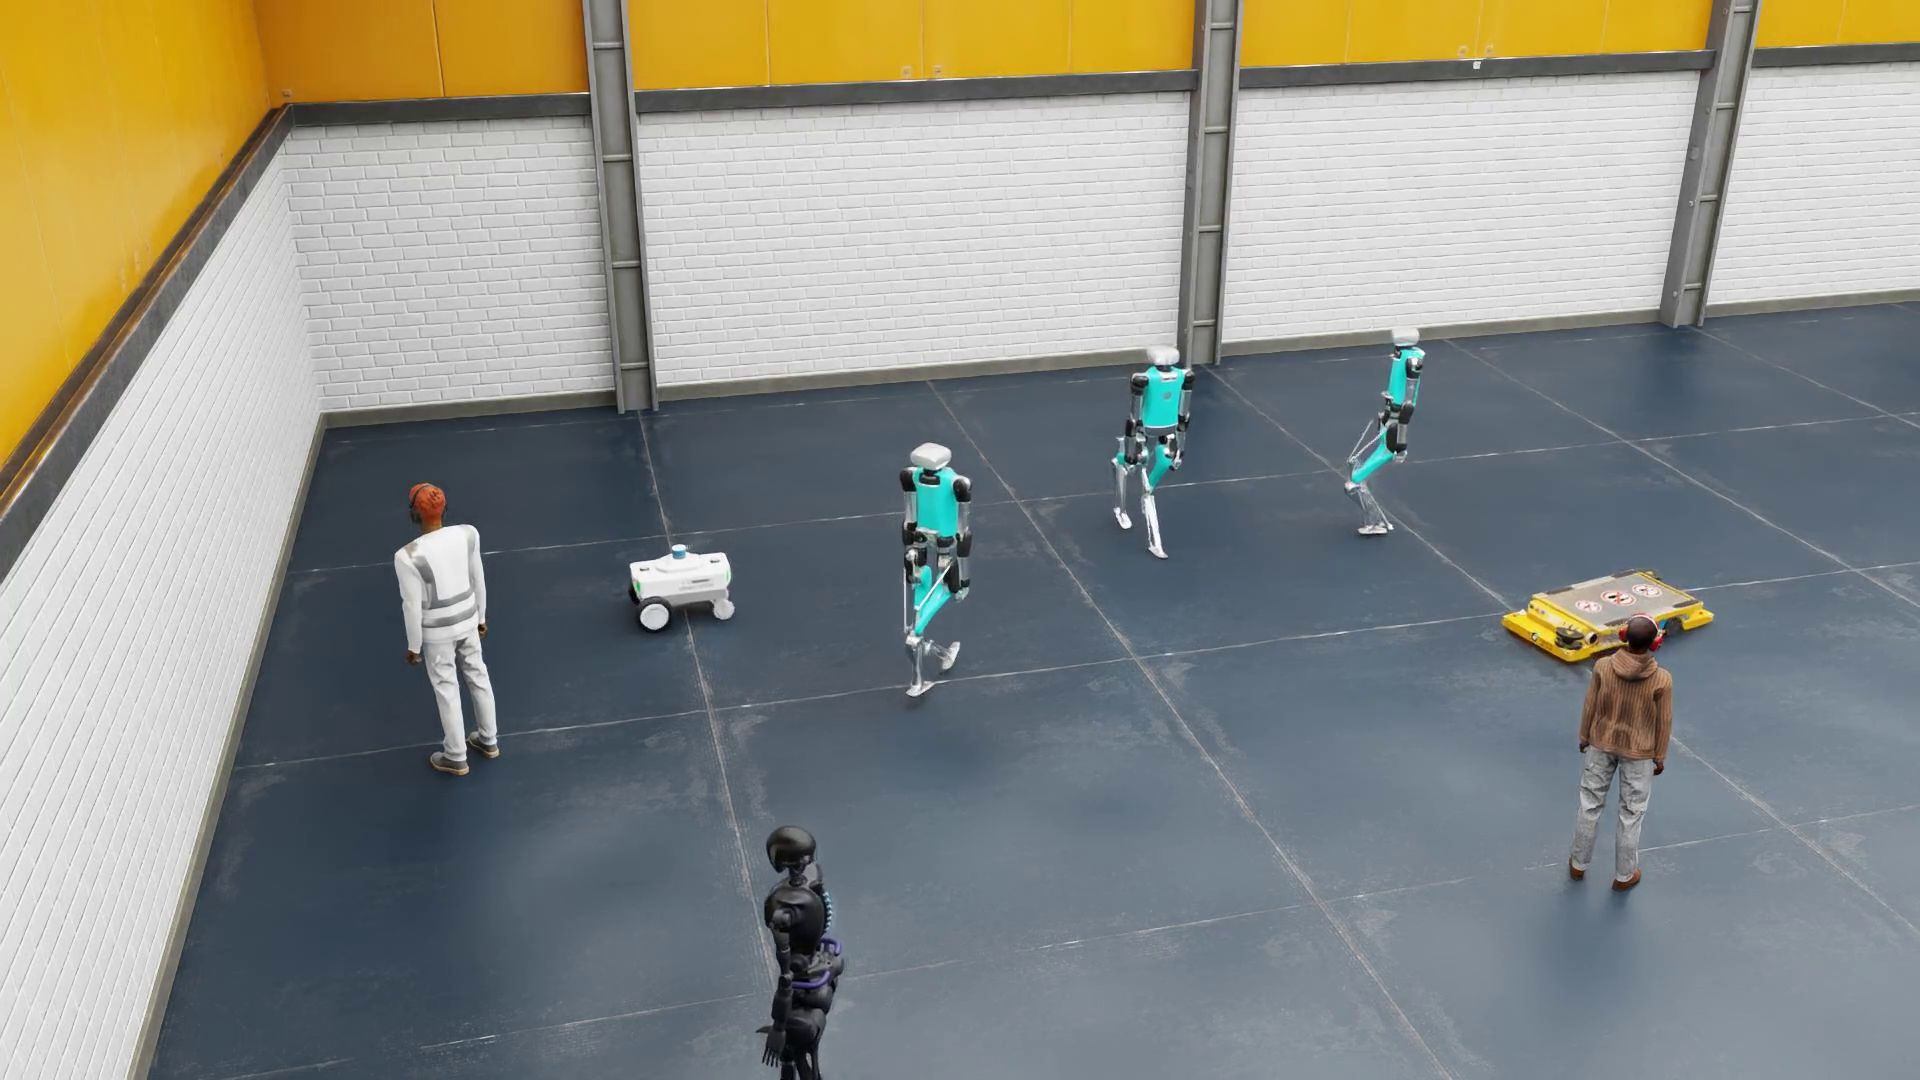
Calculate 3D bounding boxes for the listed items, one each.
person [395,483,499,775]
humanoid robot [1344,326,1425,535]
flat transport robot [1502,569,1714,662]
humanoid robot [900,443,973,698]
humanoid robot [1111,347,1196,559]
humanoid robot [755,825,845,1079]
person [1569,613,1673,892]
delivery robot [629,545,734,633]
[{"bbox_3d":[-3.124,0.544,10.124,0.361,1.882,0.574,18,30,35],"label":"person"},{"bbox_3d":[3.345,-0.841,13.450,0.668,1.792,0.555,1,24,2],"label":"humanoid robot"},{"bbox_3d":[4.735,0.539,12.135,1.431,0.231,0.659,-11,26,-24],"label":"flat transport robot"},{"bbox_3d":[-0.237,0.254,10.965,0.559,1.750,0.995,15,28,30],"label":"humanoid robot"},{"bbox_3d":[1.463,-0.779,13.379,0.534,1.769,1.023,-8,25,-17],"label":"humanoid robot"},{"bbox_3d":[-0.608,1.956,7.218,0.680,1.640,0.612,5,24,11],"label":"humanoid robot"},{"bbox_3d":[3.584,1.151,9.025,0.459,1.651,0.328,14,28,29],"label":"person"},{"bbox_3d":[-2.079,0.335,12.257,0.790,0.606,0.499,-7,25,-15],"label":"delivery robot"}]
